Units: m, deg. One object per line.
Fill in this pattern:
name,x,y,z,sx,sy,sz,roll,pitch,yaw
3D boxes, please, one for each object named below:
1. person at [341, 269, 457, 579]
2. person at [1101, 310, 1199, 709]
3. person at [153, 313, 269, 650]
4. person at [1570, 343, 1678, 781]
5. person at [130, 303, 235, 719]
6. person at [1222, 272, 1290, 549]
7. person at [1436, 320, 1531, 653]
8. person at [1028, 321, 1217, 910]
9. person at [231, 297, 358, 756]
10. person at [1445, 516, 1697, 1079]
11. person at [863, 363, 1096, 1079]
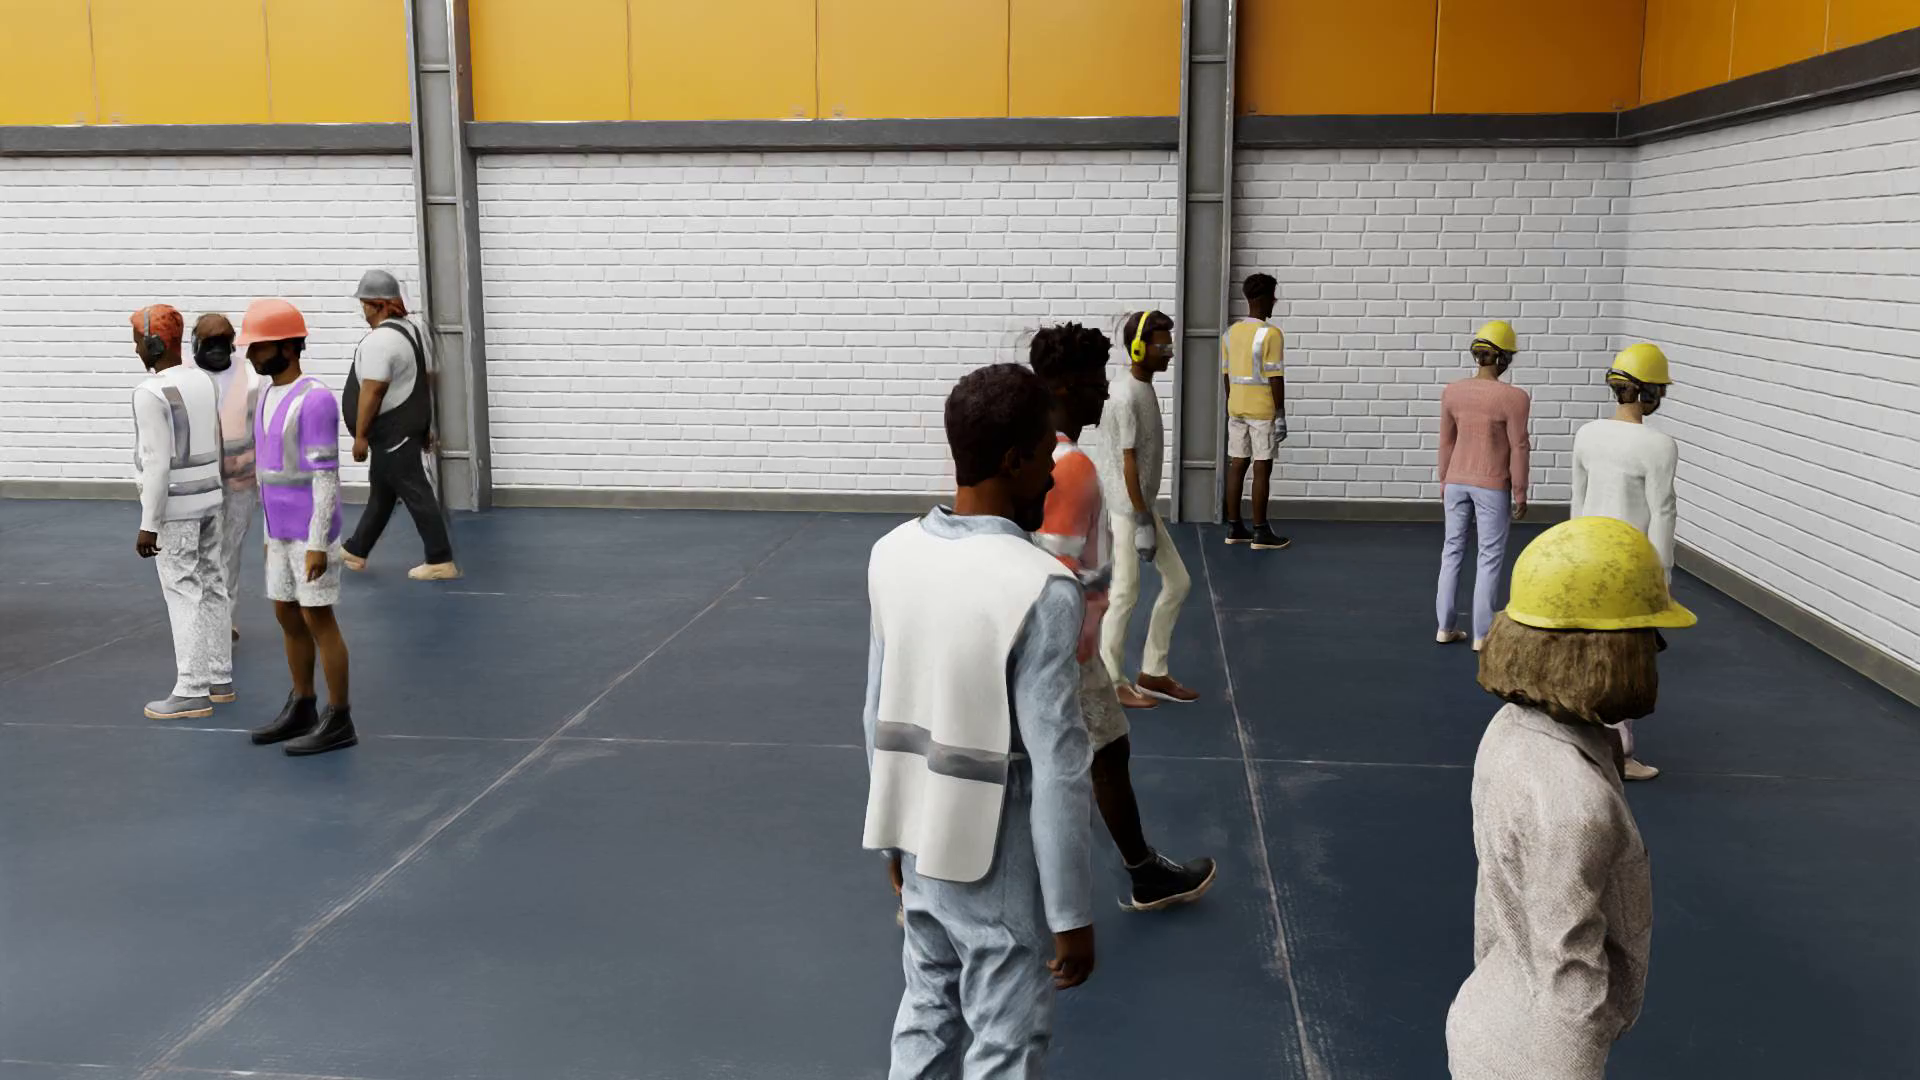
person,-3.736,-0.755,10.734,1.010,2.000,0.693,0,10,0
person,0.898,-0.116,7.613,0.609,1.849,0.577,4,11,20
person,-3.940,-0.304,8.877,0.637,1.784,0.980,-7,12,-35
person,2.680,0.086,6.740,0.351,1.758,0.522,-5,11,-24
person,-3.567,-0.127,7.594,0.356,1.882,0.574,1,10,3
person,2.119,-0.920,11.889,0.367,1.967,0.606,-6,12,-30
person,2.779,-0.280,8.834,0.345,1.758,0.532,-8,13,-39
person,0.307,0.283,5.192,1.022,1.919,0.615,-4,11,-20
person,-2.818,-0.055,7.029,0.555,1.932,0.379,9,13,41
person,0.901,0.825,2.538,0.308,1.744,0.485,2,10,9
person,0.027,0.620,3.222,0.373,1.914,0.596,-7,12,-36
